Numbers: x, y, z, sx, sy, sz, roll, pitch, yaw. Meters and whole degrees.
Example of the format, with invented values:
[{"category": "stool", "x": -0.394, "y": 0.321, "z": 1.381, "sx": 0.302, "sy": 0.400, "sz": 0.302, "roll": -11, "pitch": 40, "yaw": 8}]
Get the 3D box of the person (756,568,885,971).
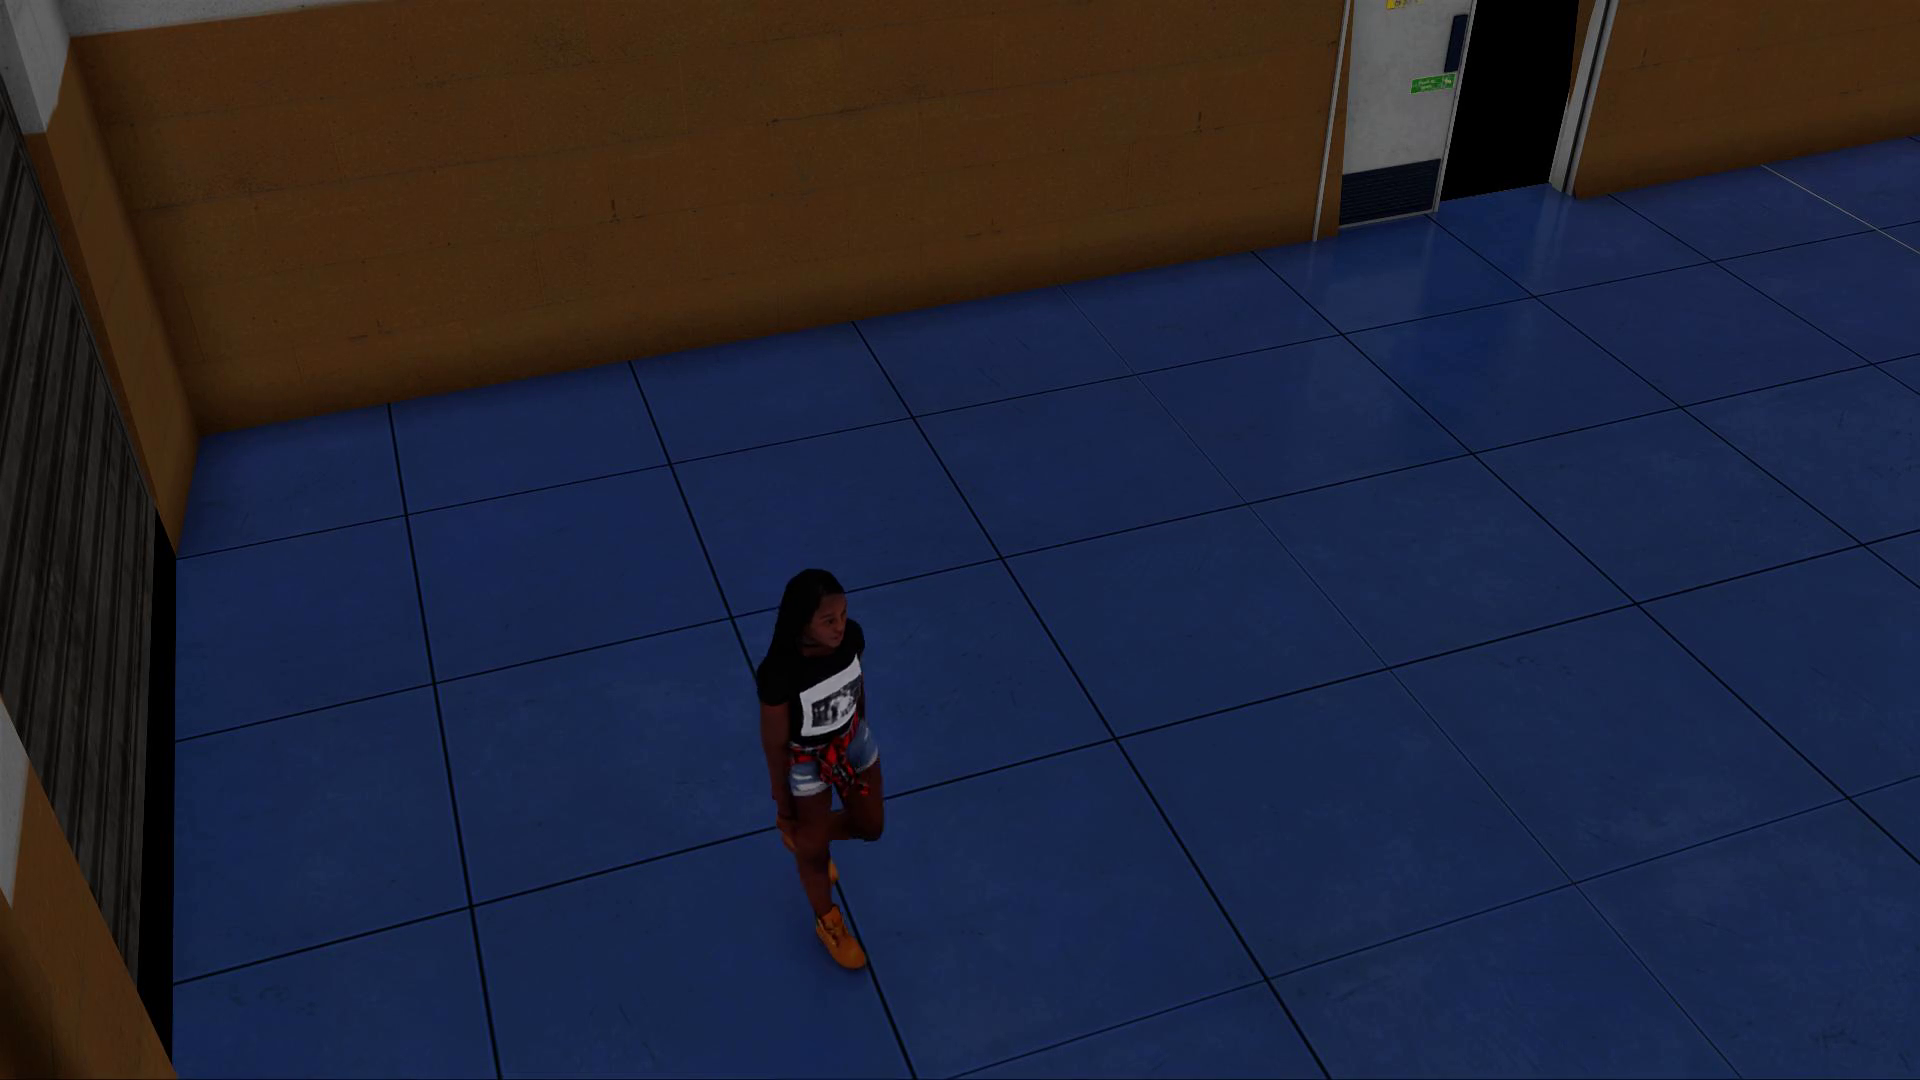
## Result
[{"category": "person", "x": -0.534, "y": 0.748, "z": 5.725, "sx": 0.787, "sy": 1.713, "sz": 0.895, "roll": -31, "pitch": 46, "yaw": -34}]
